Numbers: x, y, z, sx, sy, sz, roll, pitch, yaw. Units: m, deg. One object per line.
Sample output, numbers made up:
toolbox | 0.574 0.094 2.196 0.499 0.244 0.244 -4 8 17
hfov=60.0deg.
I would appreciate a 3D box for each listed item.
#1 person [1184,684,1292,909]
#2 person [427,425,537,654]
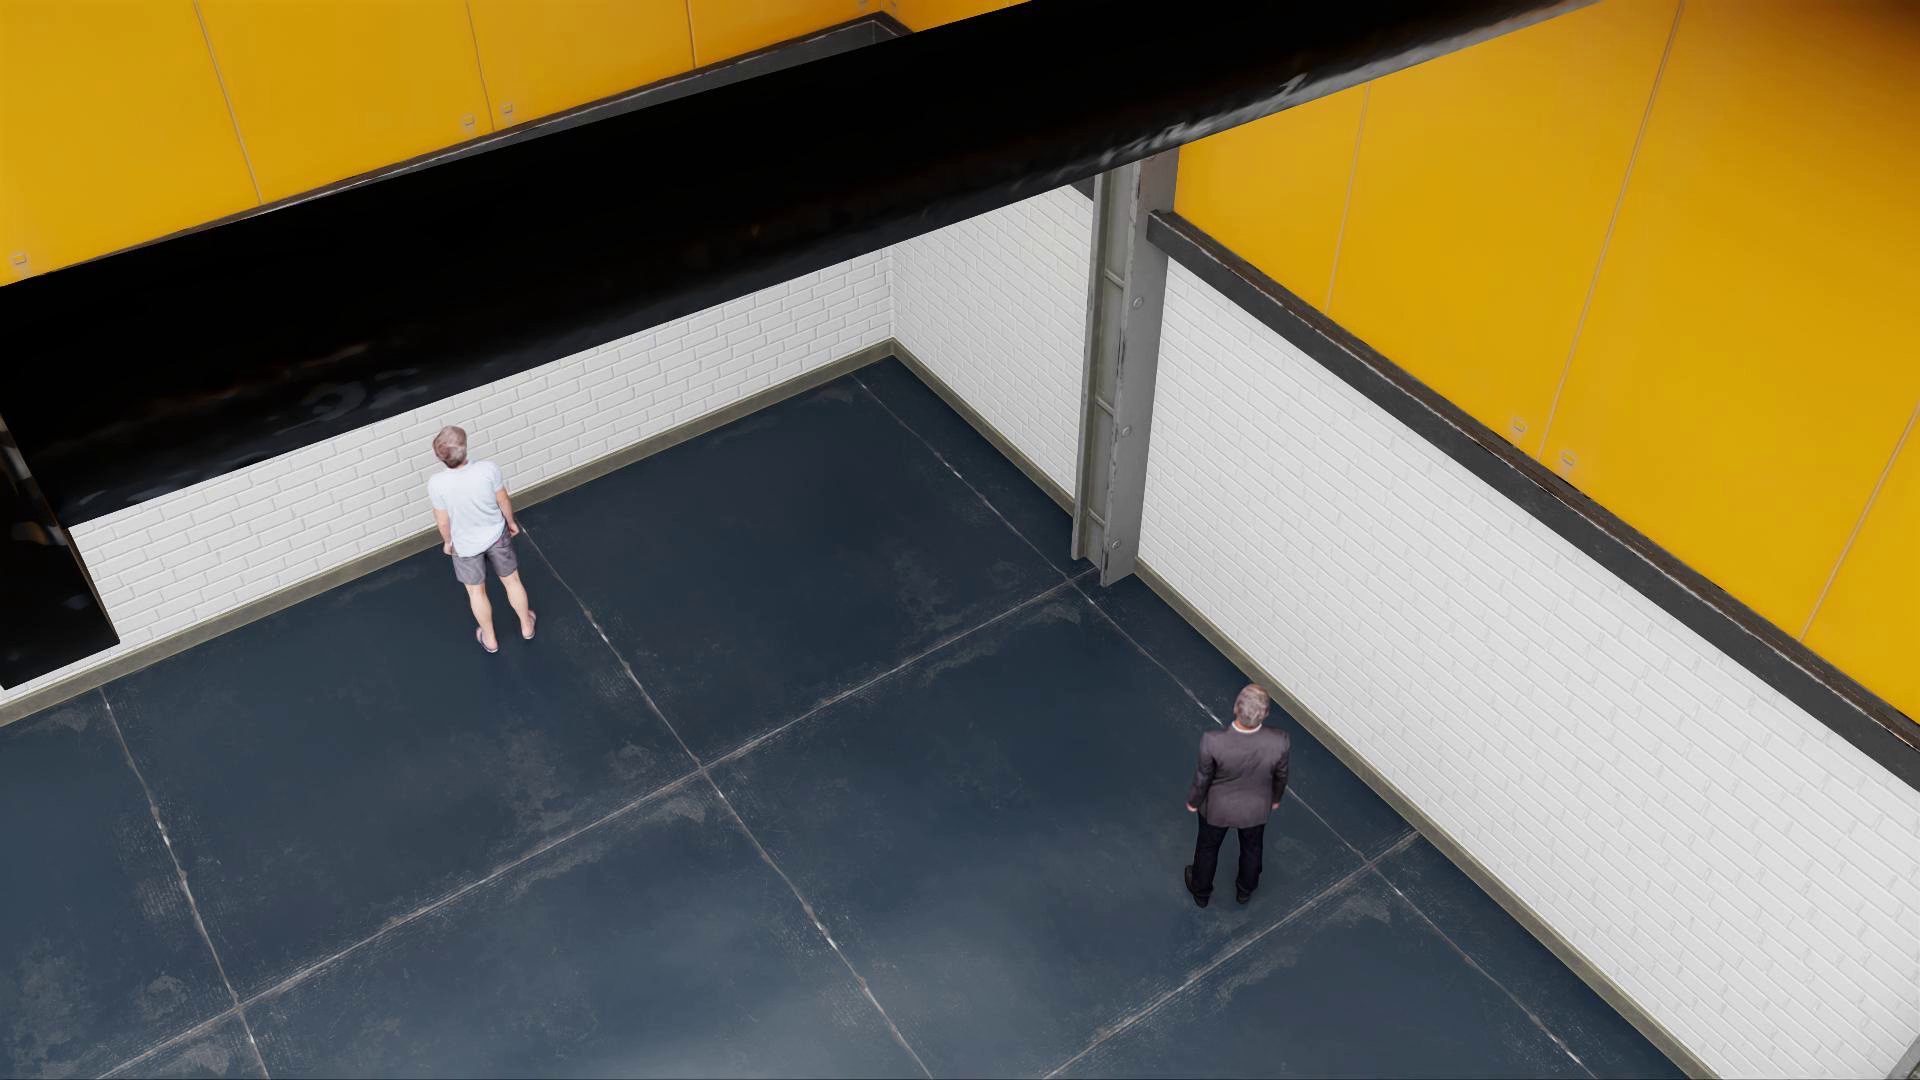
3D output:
person | 1.565 1.456 9.431 0.814 1.842 0.813 -2 44 -2
person | -3.168 -0.001 10.969 0.691 1.830 0.605 -18 47 -18
